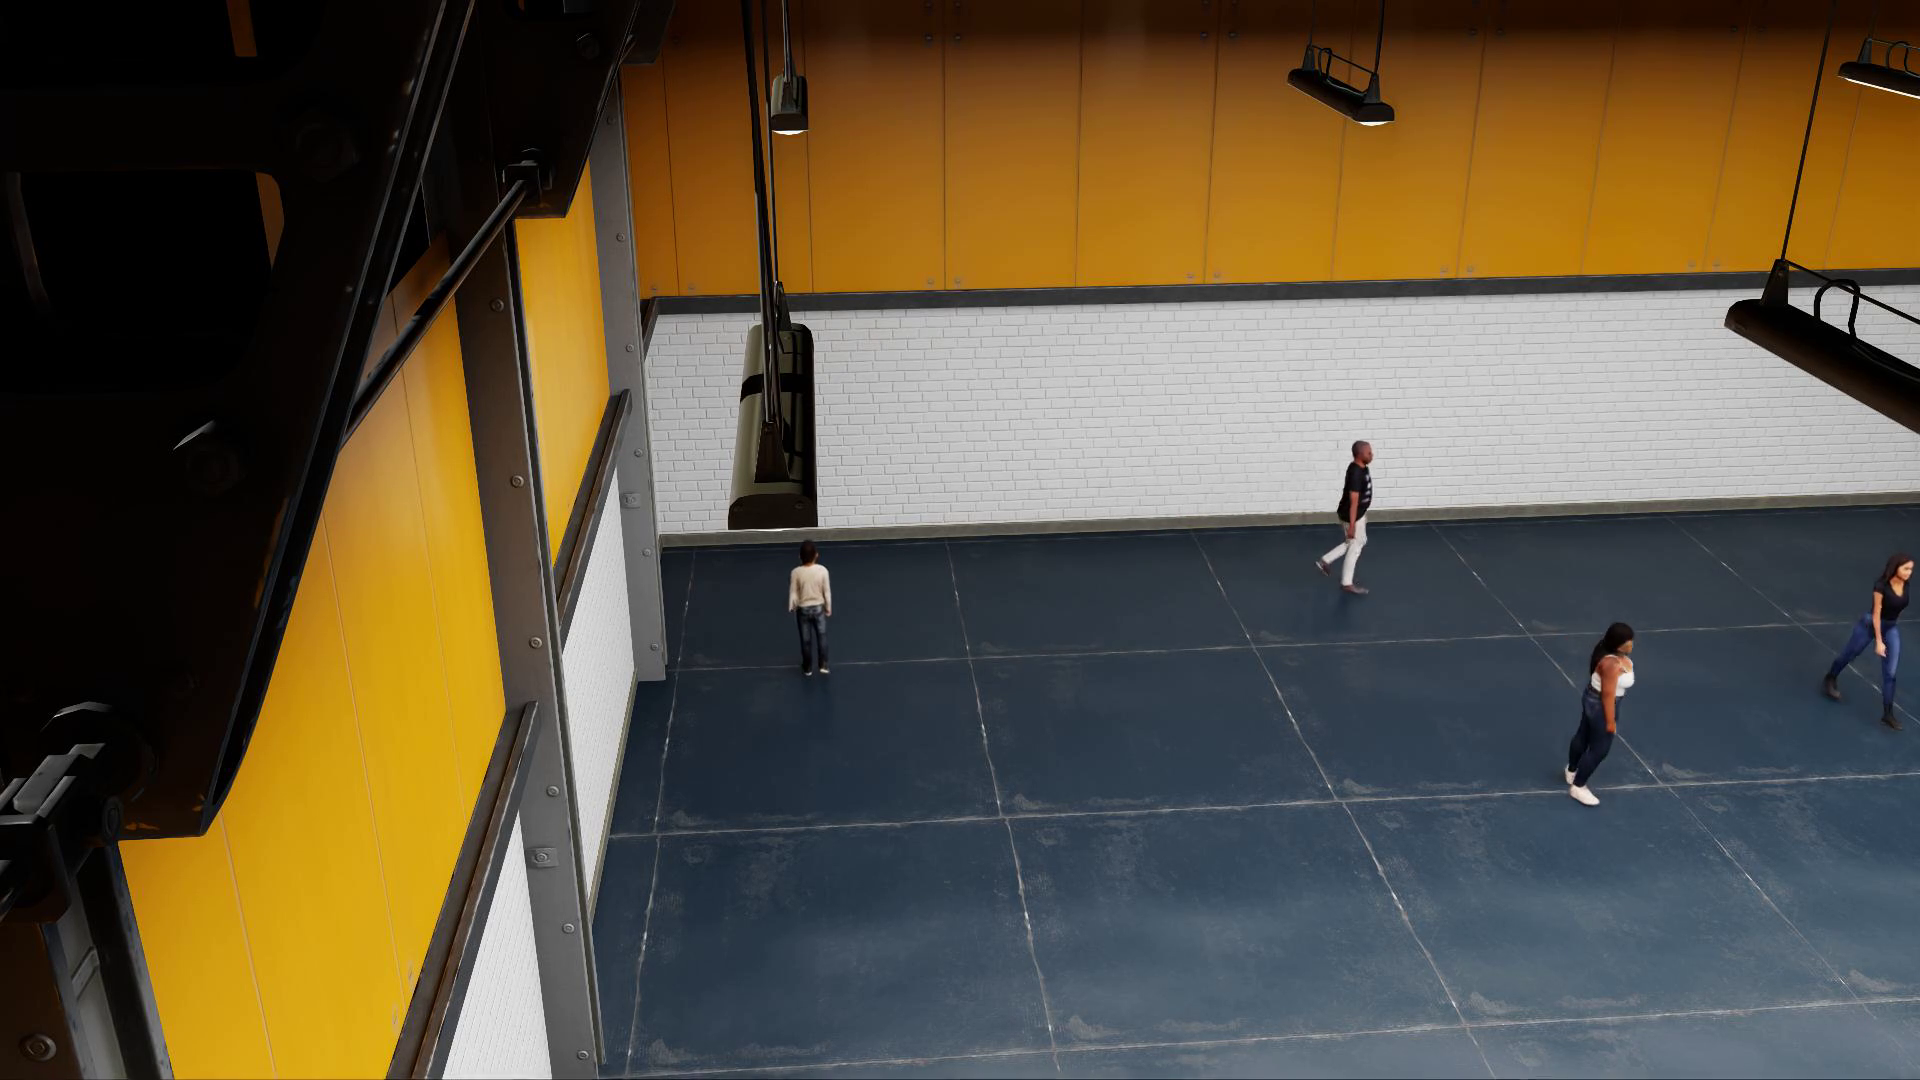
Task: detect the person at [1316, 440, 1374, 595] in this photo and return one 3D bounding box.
[{"bbox_3d":[4.271,-0.263,18.415,0.879,1.793,0.877,6,24,14],"label":"person"}]

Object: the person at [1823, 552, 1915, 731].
[{"bbox_3d":[8.692,0.883,15.931,0.628,1.682,1.236,-5,24,-11],"label":"person"}]

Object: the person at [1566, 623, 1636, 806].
[{"bbox_3d":[5.547,1.437,14.546,0.976,1.776,0.716,1,24,3],"label":"person"}]

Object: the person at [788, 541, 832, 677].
[{"bbox_3d":[-1.486,0.722,16.579,0.613,1.457,0.636,-6,24,-13],"label":"person"}]
